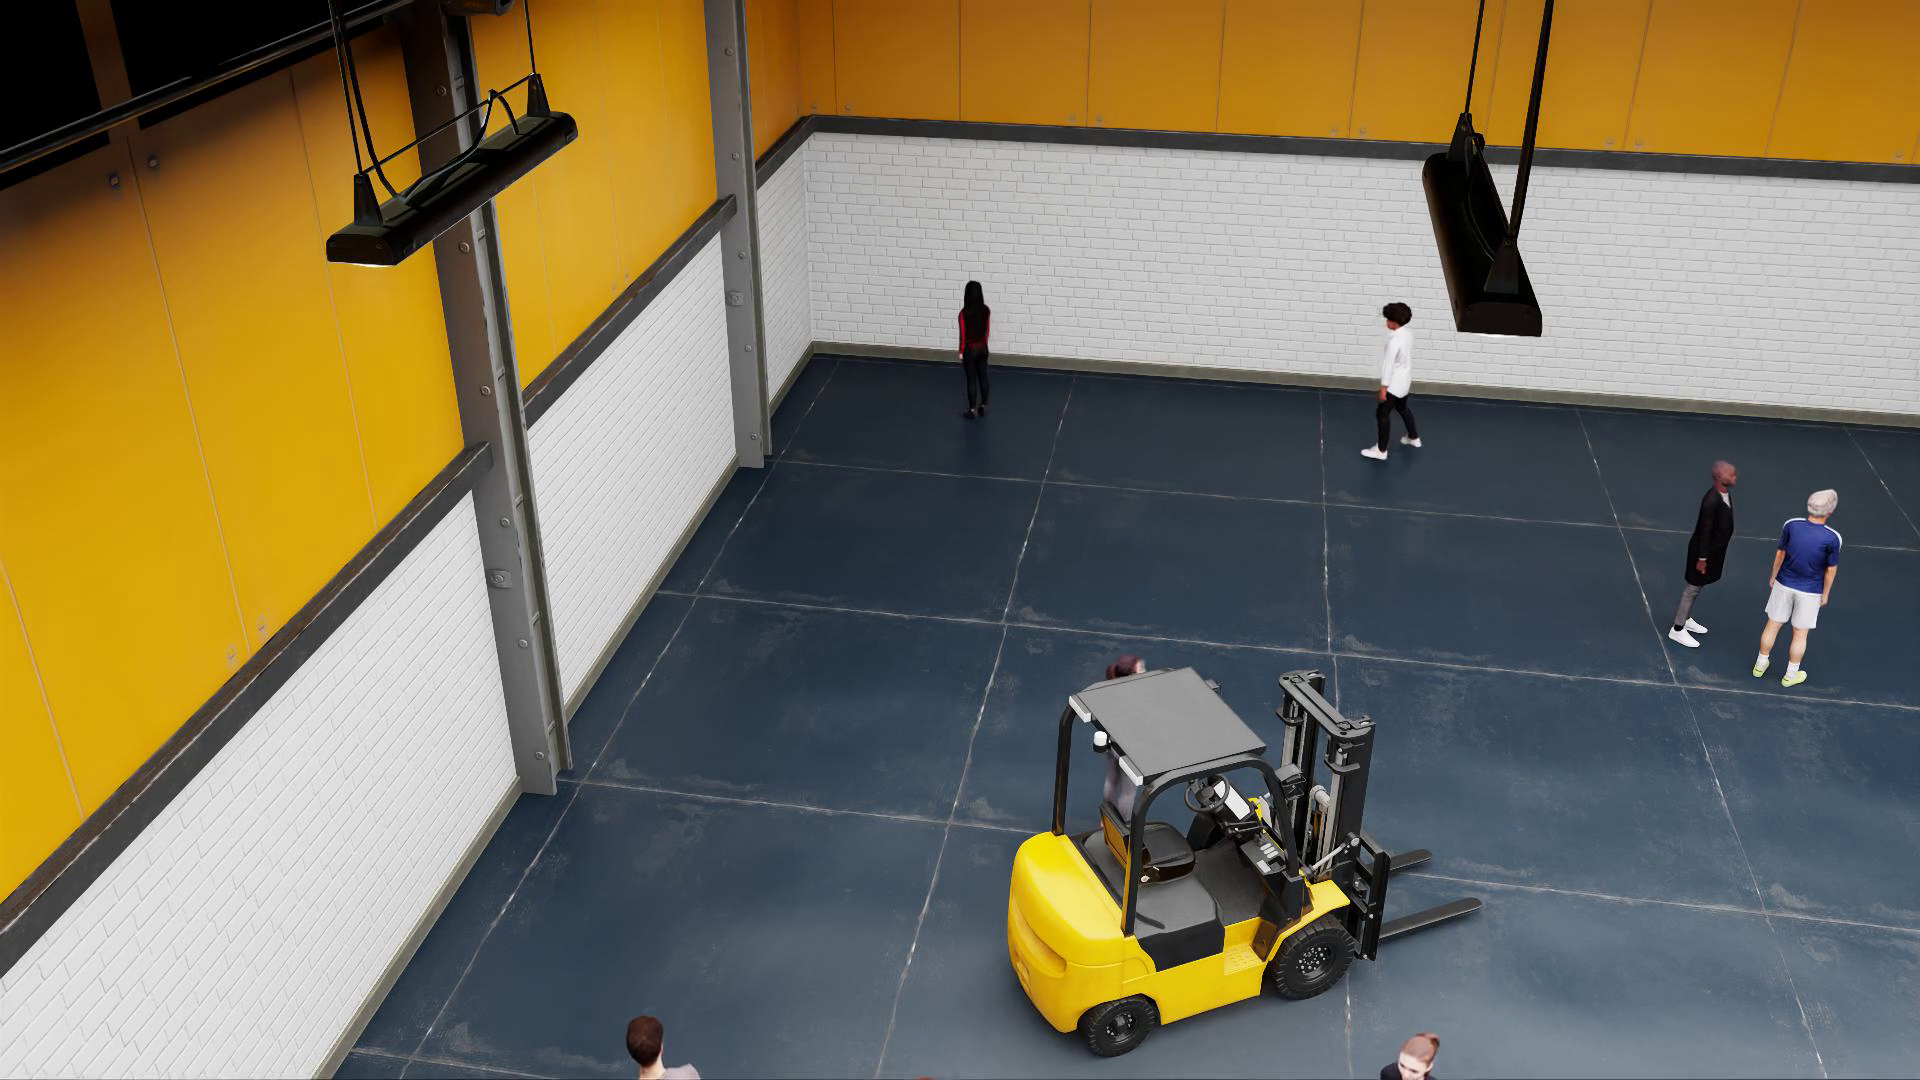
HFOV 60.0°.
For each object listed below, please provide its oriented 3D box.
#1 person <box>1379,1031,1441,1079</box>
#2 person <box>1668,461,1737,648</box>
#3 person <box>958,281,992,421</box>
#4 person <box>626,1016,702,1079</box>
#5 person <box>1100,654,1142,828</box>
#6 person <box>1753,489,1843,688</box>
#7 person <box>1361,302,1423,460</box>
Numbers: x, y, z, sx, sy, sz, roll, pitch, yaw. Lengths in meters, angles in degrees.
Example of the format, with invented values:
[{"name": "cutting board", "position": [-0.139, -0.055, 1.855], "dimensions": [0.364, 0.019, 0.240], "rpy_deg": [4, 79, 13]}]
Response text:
[{"name": "person", "position": [2.455, 3.318, 9.067], "dimensions": [0.807, 1.730, 0.745], "rpy_deg": [-25, 37, -37]}, {"name": "person", "position": [6.686, 0.092, 14.949], "dimensions": [0.779, 1.761, 0.647], "rpy_deg": [19, 34, 31]}, {"name": "person", "position": [0.186, -2.194, 19.249], "dimensions": [0.656, 1.656, 0.719], "rpy_deg": [-19, 34, -31]}, {"name": "person", "position": [-1.569, 3.327, 8.873], "dimensions": [0.774, 1.900, 0.819], "rpy_deg": [-16, 33, -27]}, {"name": "person", "position": [1.233, 1.545, 12.443], "dimensions": [0.726, 1.610, 0.654], "rpy_deg": [-14, 32, -24]}, {"name": "person", "position": [7.220, 0.395, 14.315], "dimensions": [0.715, 1.836, 0.722], "rpy_deg": [24, 37, 37]}, {"name": "person", "position": [4.785, -1.754, 18.296], "dimensions": [1.068, 1.797, 0.934], "rpy_deg": [20, 34, 32]}]
